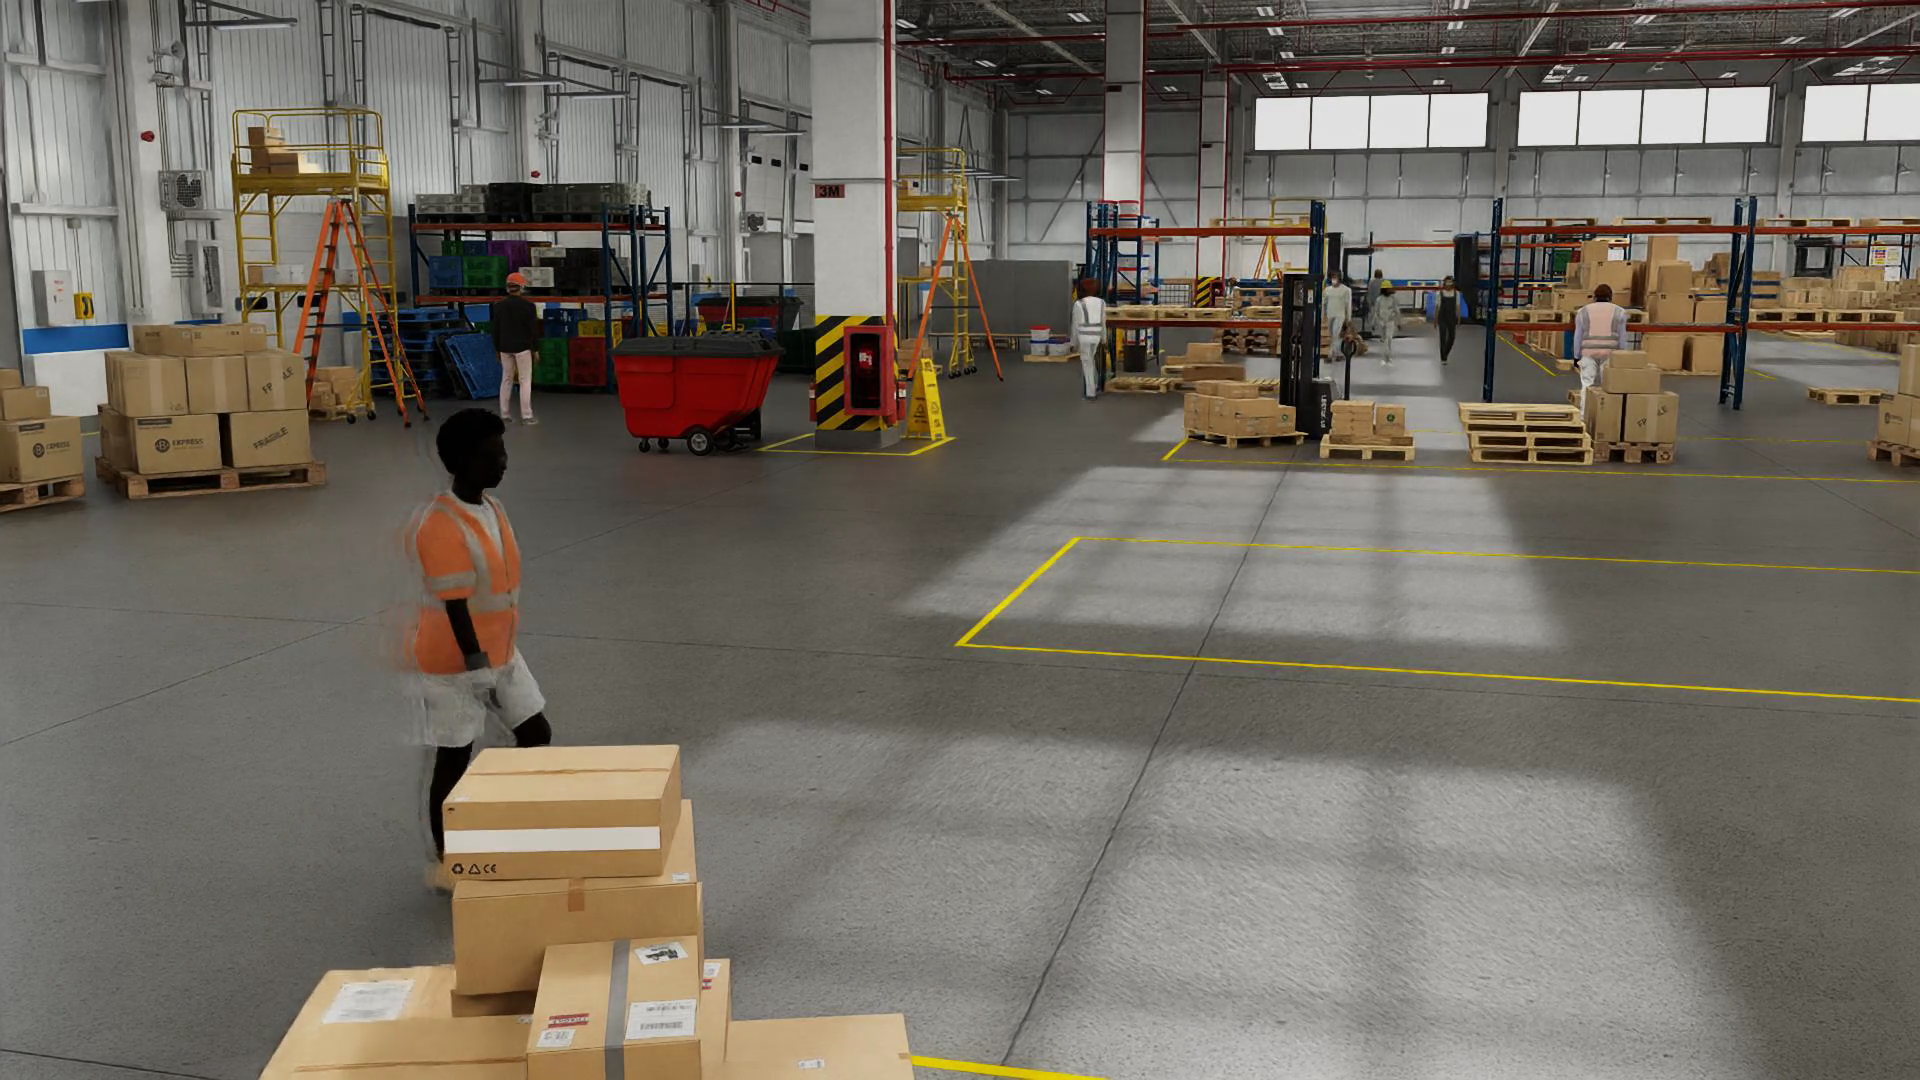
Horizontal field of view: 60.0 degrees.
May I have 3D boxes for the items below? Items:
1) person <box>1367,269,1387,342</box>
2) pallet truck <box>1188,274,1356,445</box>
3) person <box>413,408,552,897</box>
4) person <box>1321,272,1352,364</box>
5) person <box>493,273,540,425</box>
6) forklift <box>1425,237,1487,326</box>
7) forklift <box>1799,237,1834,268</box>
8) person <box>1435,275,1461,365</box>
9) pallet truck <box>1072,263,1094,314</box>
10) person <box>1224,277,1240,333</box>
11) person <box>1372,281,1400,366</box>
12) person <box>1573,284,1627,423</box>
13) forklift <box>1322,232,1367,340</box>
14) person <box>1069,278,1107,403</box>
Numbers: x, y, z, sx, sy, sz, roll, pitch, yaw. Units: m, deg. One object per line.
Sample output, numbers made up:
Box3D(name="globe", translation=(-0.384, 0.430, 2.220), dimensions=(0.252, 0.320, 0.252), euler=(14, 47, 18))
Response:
Box3D(name="person", translation=(10.896, -6.101, 43.256), dimensions=(0.636, 1.899, 1.005), euler=(-1, 10, -6))
Box3D(name="pallet truck", translation=(3.653, -2.138, 19.590), dimensions=(1.885, 1.965, 0.823), euler=(-4, 10, -20))
Box3D(name="person", translation=(-1.558, 0.400, 5.570), dimensions=(0.566, 1.679, 0.543), euler=(2, 10, 12))
Box3D(name="person", translation=(7.801, -4.613, 34.509), dimensions=(0.646, 1.893, 1.036), euler=(7, 12, 37))
Box3D(name="person", translation=(-5.787, -2.490, 21.742), dimensions=(0.624, 1.980, 0.445), euler=(3, 10, 15))
Box3D(name="forklift", translation=(15.793, -8.156, 52.424), dimensions=(1.873, 2.768, 1.129), euler=(0, 10, 0))
Box3D(name="forklift", translation=(27.513, -8.352, 53.577), dimensions=(1.129, 2.768, 1.873), euler=(7, 12, 34))
Box3D(name="person", translation=(9.932, -4.489, 33.942), dimensions=(0.516, 1.831, 0.633), euler=(1, 10, 6))
Box3D(name="pallet truck", translation=(4.325, -8.180, 55.162), dimensions=(0.823, 1.965, 1.885), euler=(6, 11, 31))
Box3D(name="person", translation=(7.489, -6.405, 45.766), dimensions=(0.522, 1.638, 0.310), euler=(7, 12, 36))
Box3D(name="person", translation=(8.485, -4.318, 33.258), dimensions=(0.512, 1.698, 0.865), euler=(8, 13, 41))
Box3D(name="person", translation=(8.209, -2.361, 21.361), dimensions=(0.634, 1.841, 0.429), euler=(4, 10, 20))
Box3D(name="forklift", translation=(9.776, -6.672, 43.688), dimensions=(1.873, 2.768, 1.129), euler=(2, 10, 14))
Box3D(name="person", translation=(1.888, -2.989, 24.984), dimensions=(0.623, 1.863, 0.596), euler=(-7, 12, -34))
